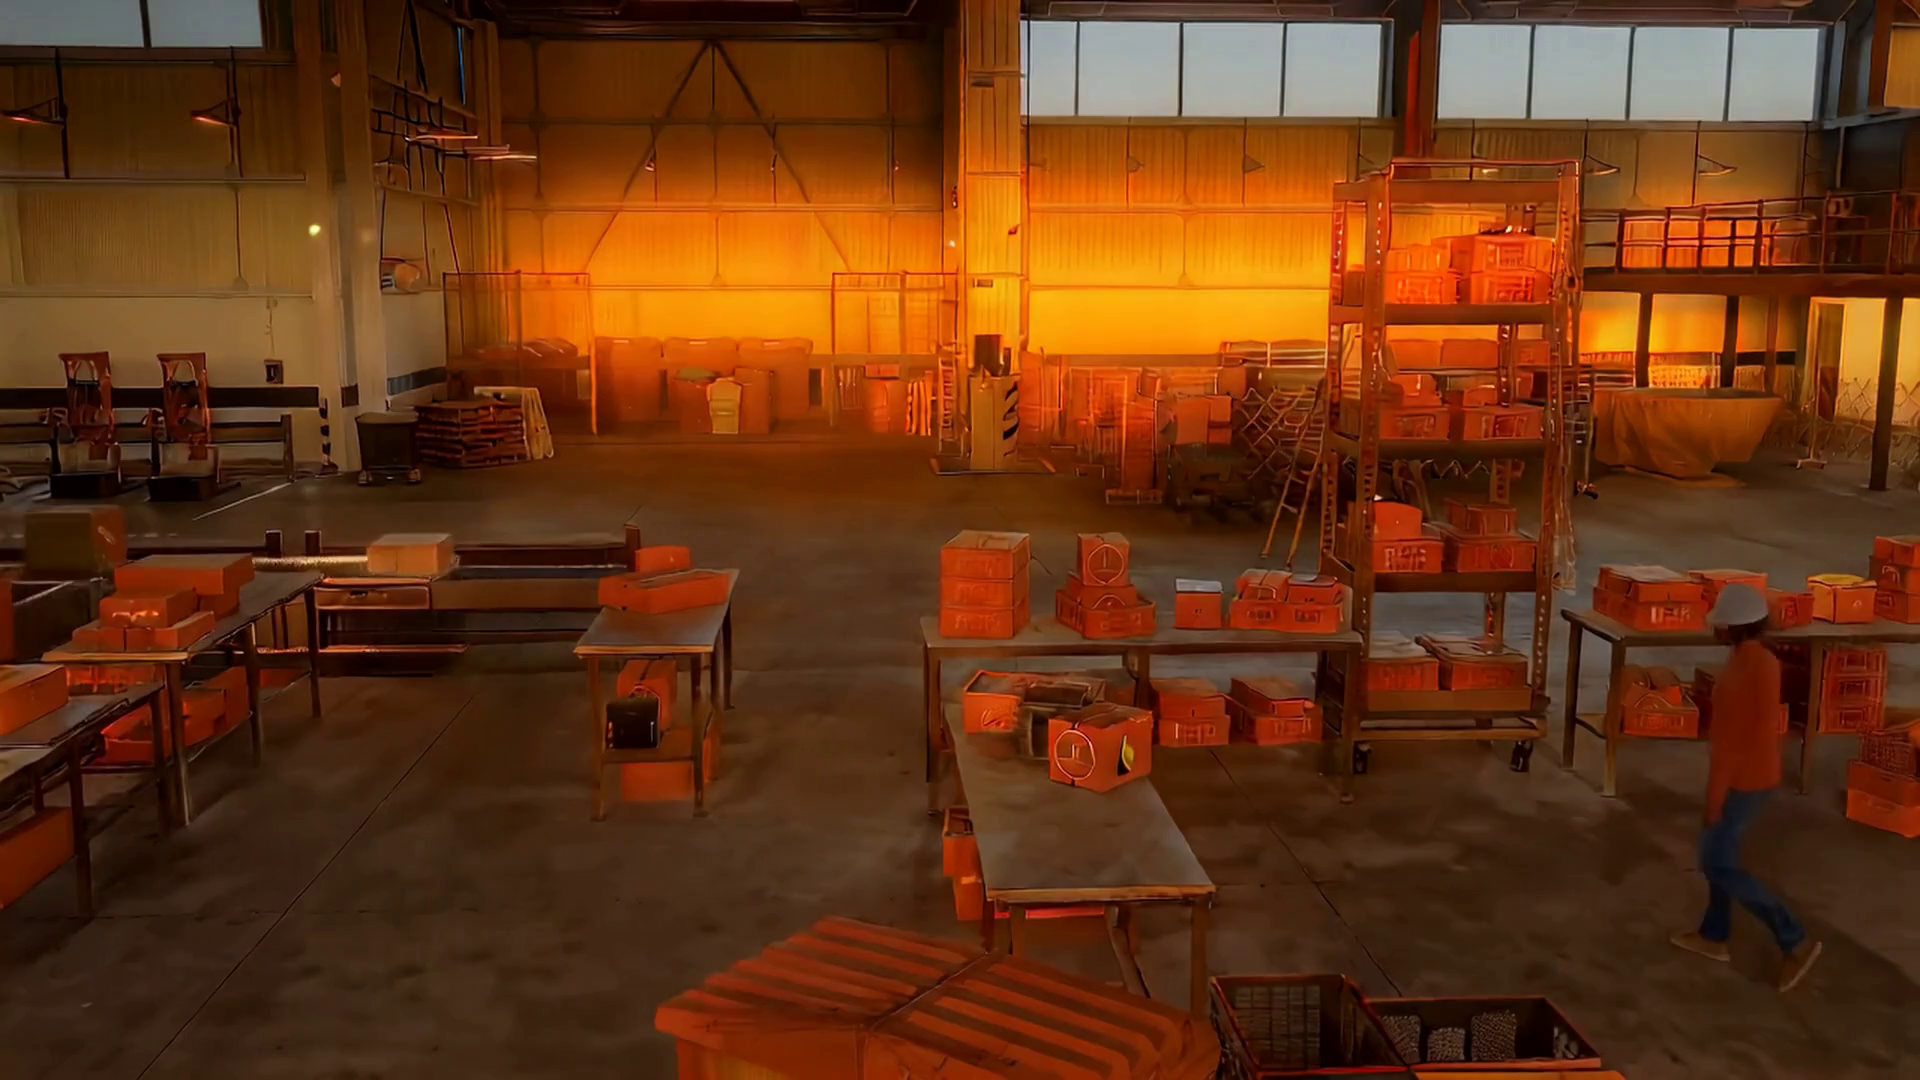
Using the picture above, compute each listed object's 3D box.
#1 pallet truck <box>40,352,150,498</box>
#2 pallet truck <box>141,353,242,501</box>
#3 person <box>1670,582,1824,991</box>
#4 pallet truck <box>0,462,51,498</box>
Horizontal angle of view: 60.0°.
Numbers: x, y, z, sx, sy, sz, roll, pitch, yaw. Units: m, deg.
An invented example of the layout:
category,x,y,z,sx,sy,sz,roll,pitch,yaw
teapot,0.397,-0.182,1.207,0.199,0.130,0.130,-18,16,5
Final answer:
category,x,y,z,sx,sy,sz,roll,pitch,yaw
pallet truck,-11.907,-1.642,23.165,0.823,1.965,1.885,0,9,0
pallet truck,-10.520,-1.604,22.925,0.823,1.965,1.885,-1,9,-6
person,3.430,1.040,7.137,0.579,1.736,0.703,-9,13,-44
pallet truck,-13.193,-1.293,23.148,0.653,1.274,1.630,-1,9,-4
